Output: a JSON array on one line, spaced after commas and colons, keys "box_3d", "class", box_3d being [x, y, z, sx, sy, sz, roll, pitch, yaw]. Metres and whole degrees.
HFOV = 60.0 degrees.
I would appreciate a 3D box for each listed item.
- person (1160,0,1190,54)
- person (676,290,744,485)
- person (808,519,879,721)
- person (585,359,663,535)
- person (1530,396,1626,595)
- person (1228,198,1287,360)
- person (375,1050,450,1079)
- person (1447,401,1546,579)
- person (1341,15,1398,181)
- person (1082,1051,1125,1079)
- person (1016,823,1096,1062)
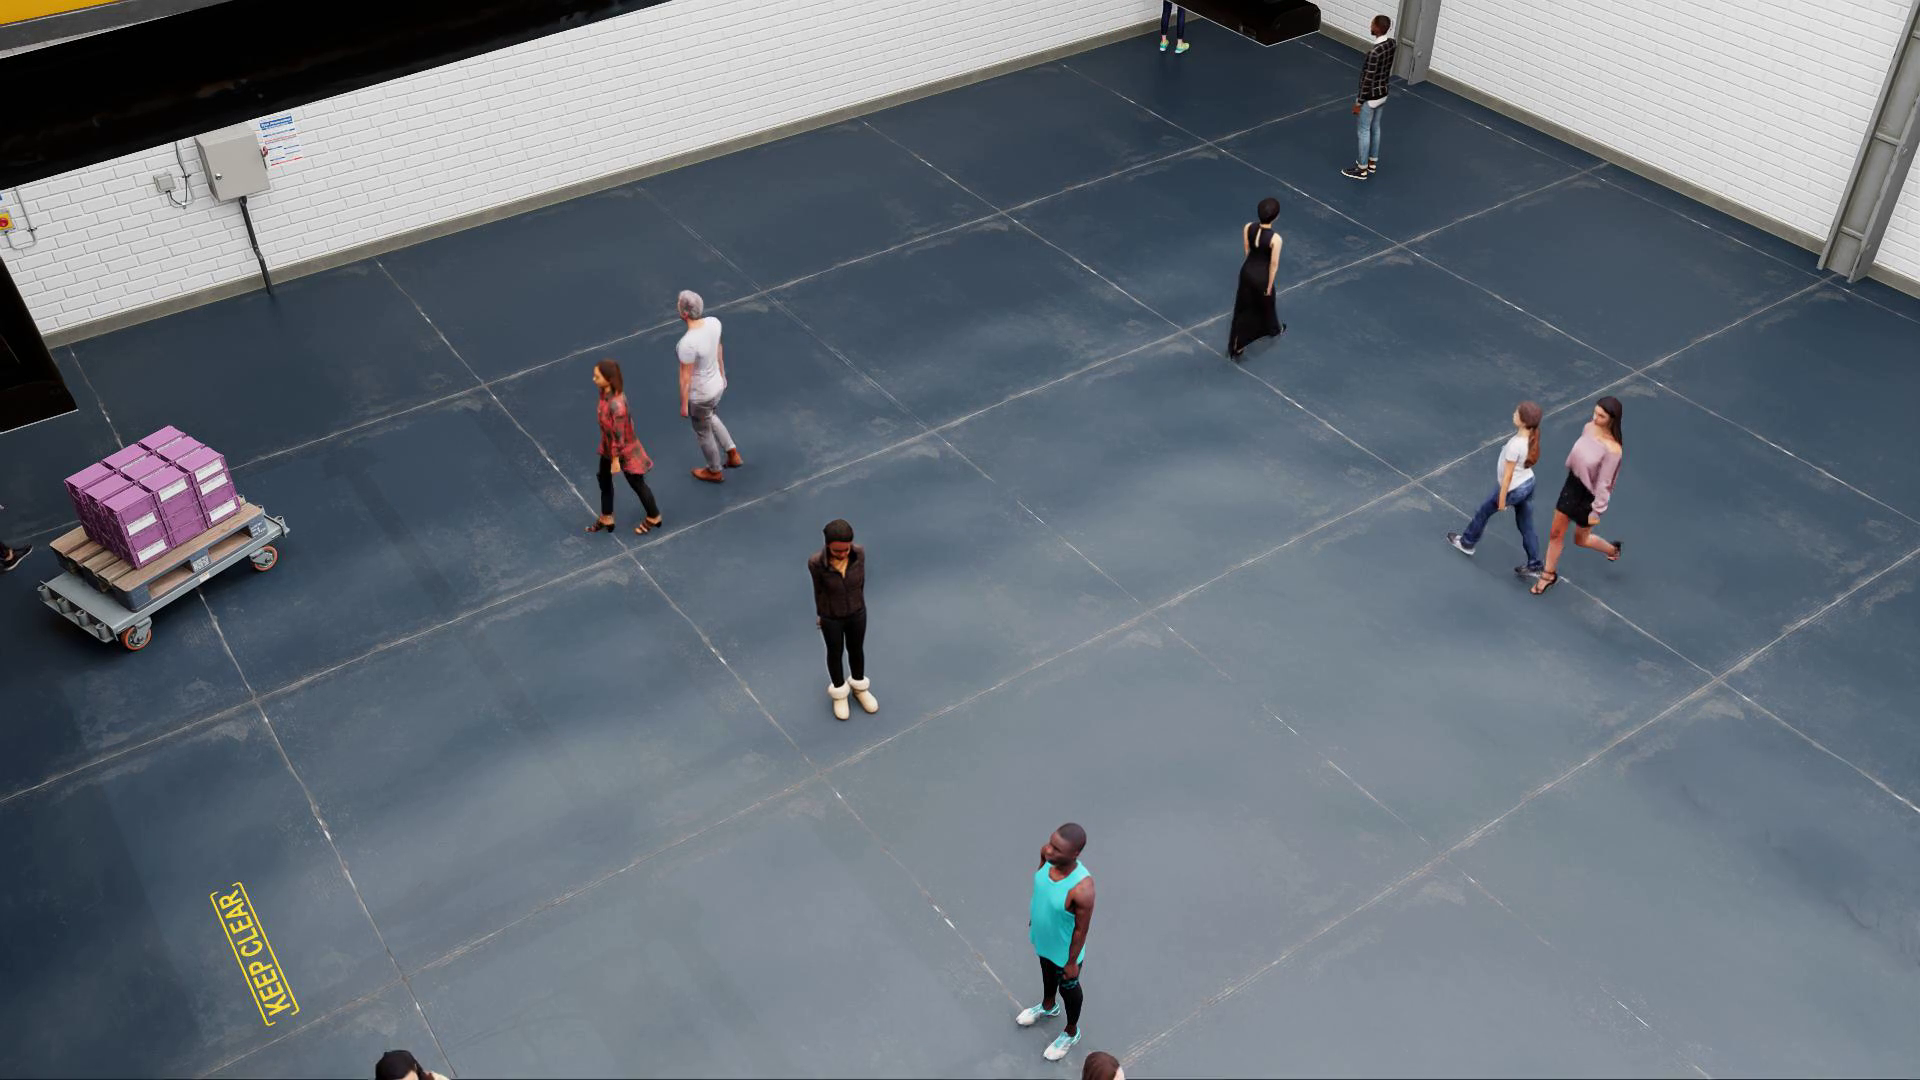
[{"box_3d": [2.747, -7.055, 21.100, 0.626, 1.703, 0.737, 17, 42, 20], "class": "person"}, {"box_3d": [-2.030, -1.203, 13.681, 0.884, 1.815, 0.842, 15, 41, 18], "class": "person"}, {"box_3d": [-0.830, 0.500, 11.674, 0.661, 1.659, 0.608, -23, 44, -26], "class": "person"}, {"box_3d": [-2.599, -0.733, 13.202, 0.782, 1.680, 0.830, -16, 41, -19], "class": "person"}, {"box_3d": [4.799, -0.320, 12.594, 0.894, 1.792, 1.015, -10, 40, -13], "class": "person"}, {"box_3d": [2.684, -2.375, 15.346, 0.980, 1.569, 0.804, 28, 46, 30], "class": "person"}, {"box_3d": [-2.710, 3.070, 8.441, 1.192, 1.679, 0.736, 30, 48, 32], "class": "person"}, {"box_3d": [4.355, -0.371, 12.869, 0.549, 1.529, 1.069, -26, 45, -29], "class": "person"}, {"box_3d": [4.546, -4.870, 18.269, 0.624, 1.821, 0.709, 31, 48, 33], "class": "person"}, {"box_3d": [0.606, 3.087, 8.422, 0.744, 1.677, 0.691, 21, 43, 24], "class": "person"}, {"box_3d": [0.571, 2.235, 9.380, 0.673, 1.811, 0.459, -20, 43, -24], "class": "person"}]
